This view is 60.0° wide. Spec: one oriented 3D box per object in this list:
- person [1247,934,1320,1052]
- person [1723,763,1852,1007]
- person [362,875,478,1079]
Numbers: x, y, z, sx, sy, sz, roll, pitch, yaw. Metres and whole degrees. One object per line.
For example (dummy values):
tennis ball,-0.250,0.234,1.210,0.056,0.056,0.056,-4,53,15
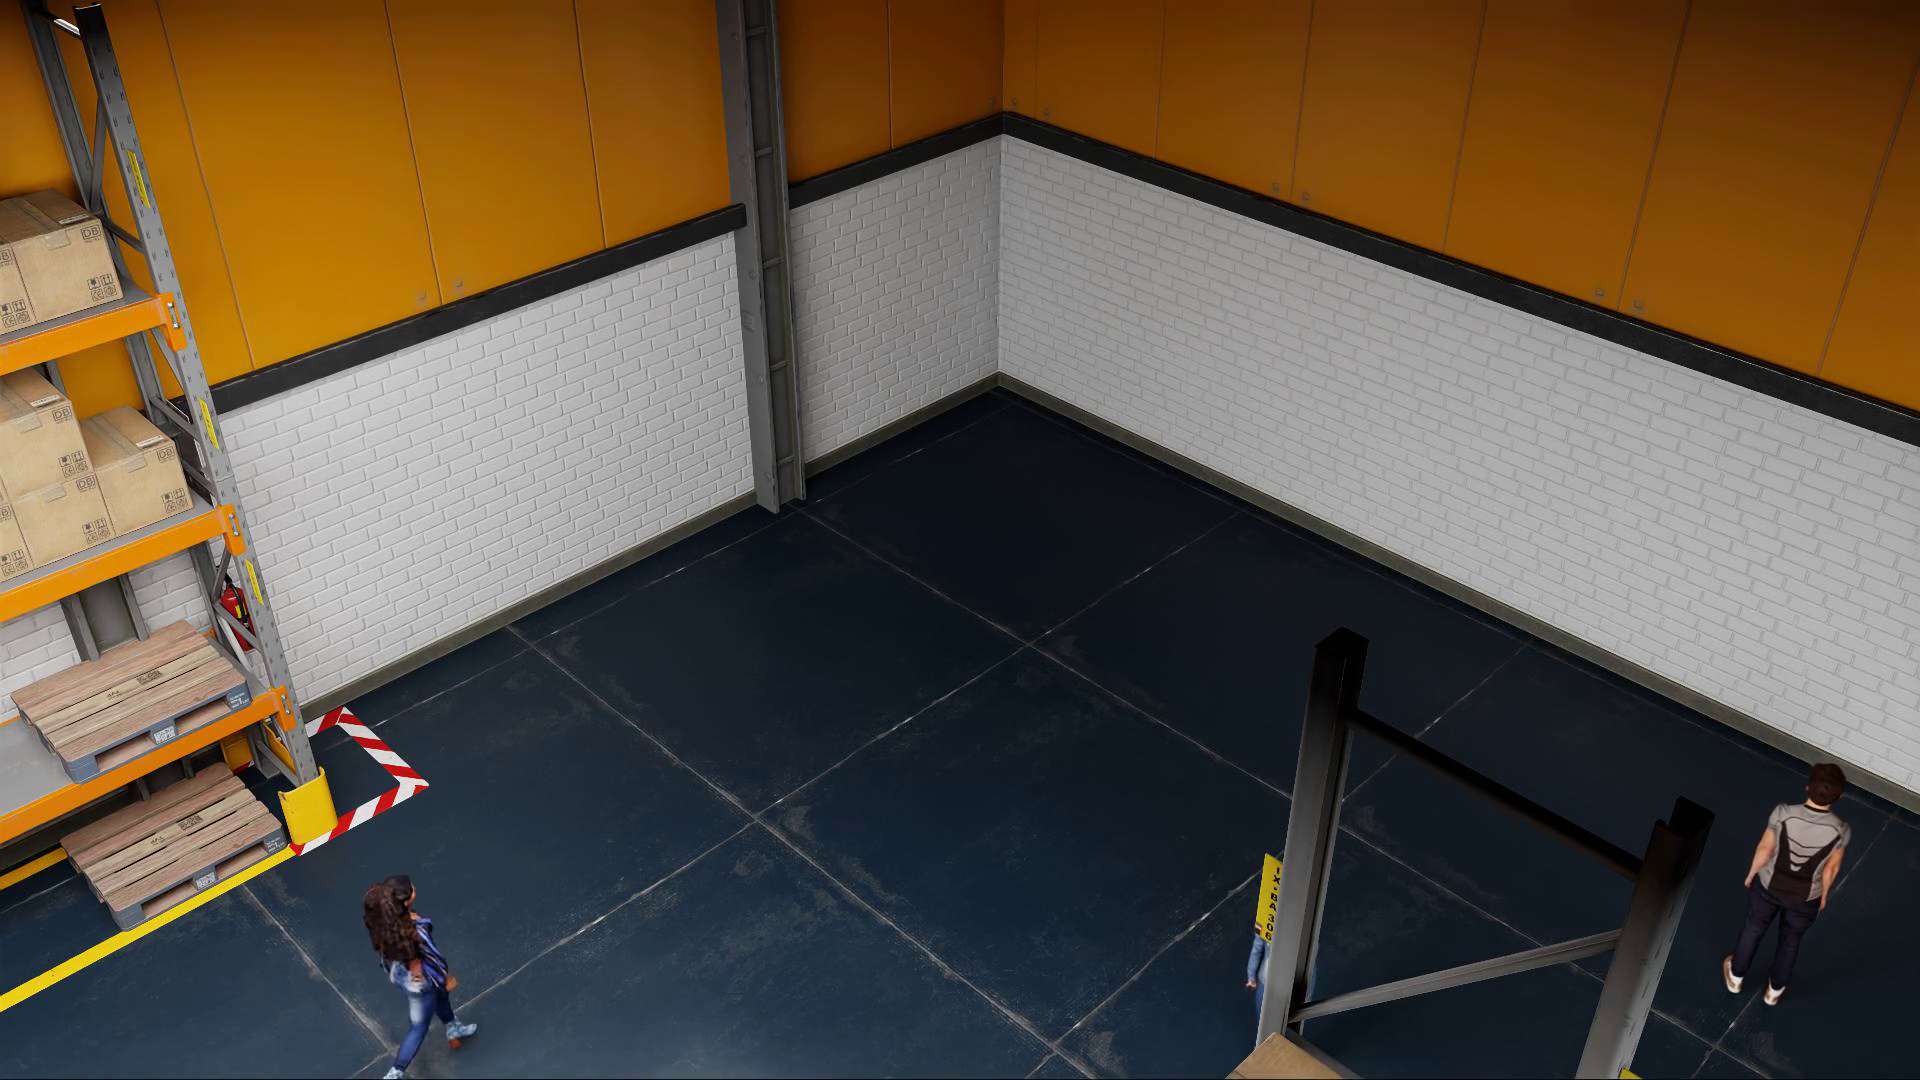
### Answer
person,1.968,2.692,10.104,0.617,1.475,0.583,19,38,26
person,5.243,2.175,10.503,0.694,1.895,0.659,16,37,22
person,-3.316,2.696,9.998,0.691,1.586,1.053,23,40,31
